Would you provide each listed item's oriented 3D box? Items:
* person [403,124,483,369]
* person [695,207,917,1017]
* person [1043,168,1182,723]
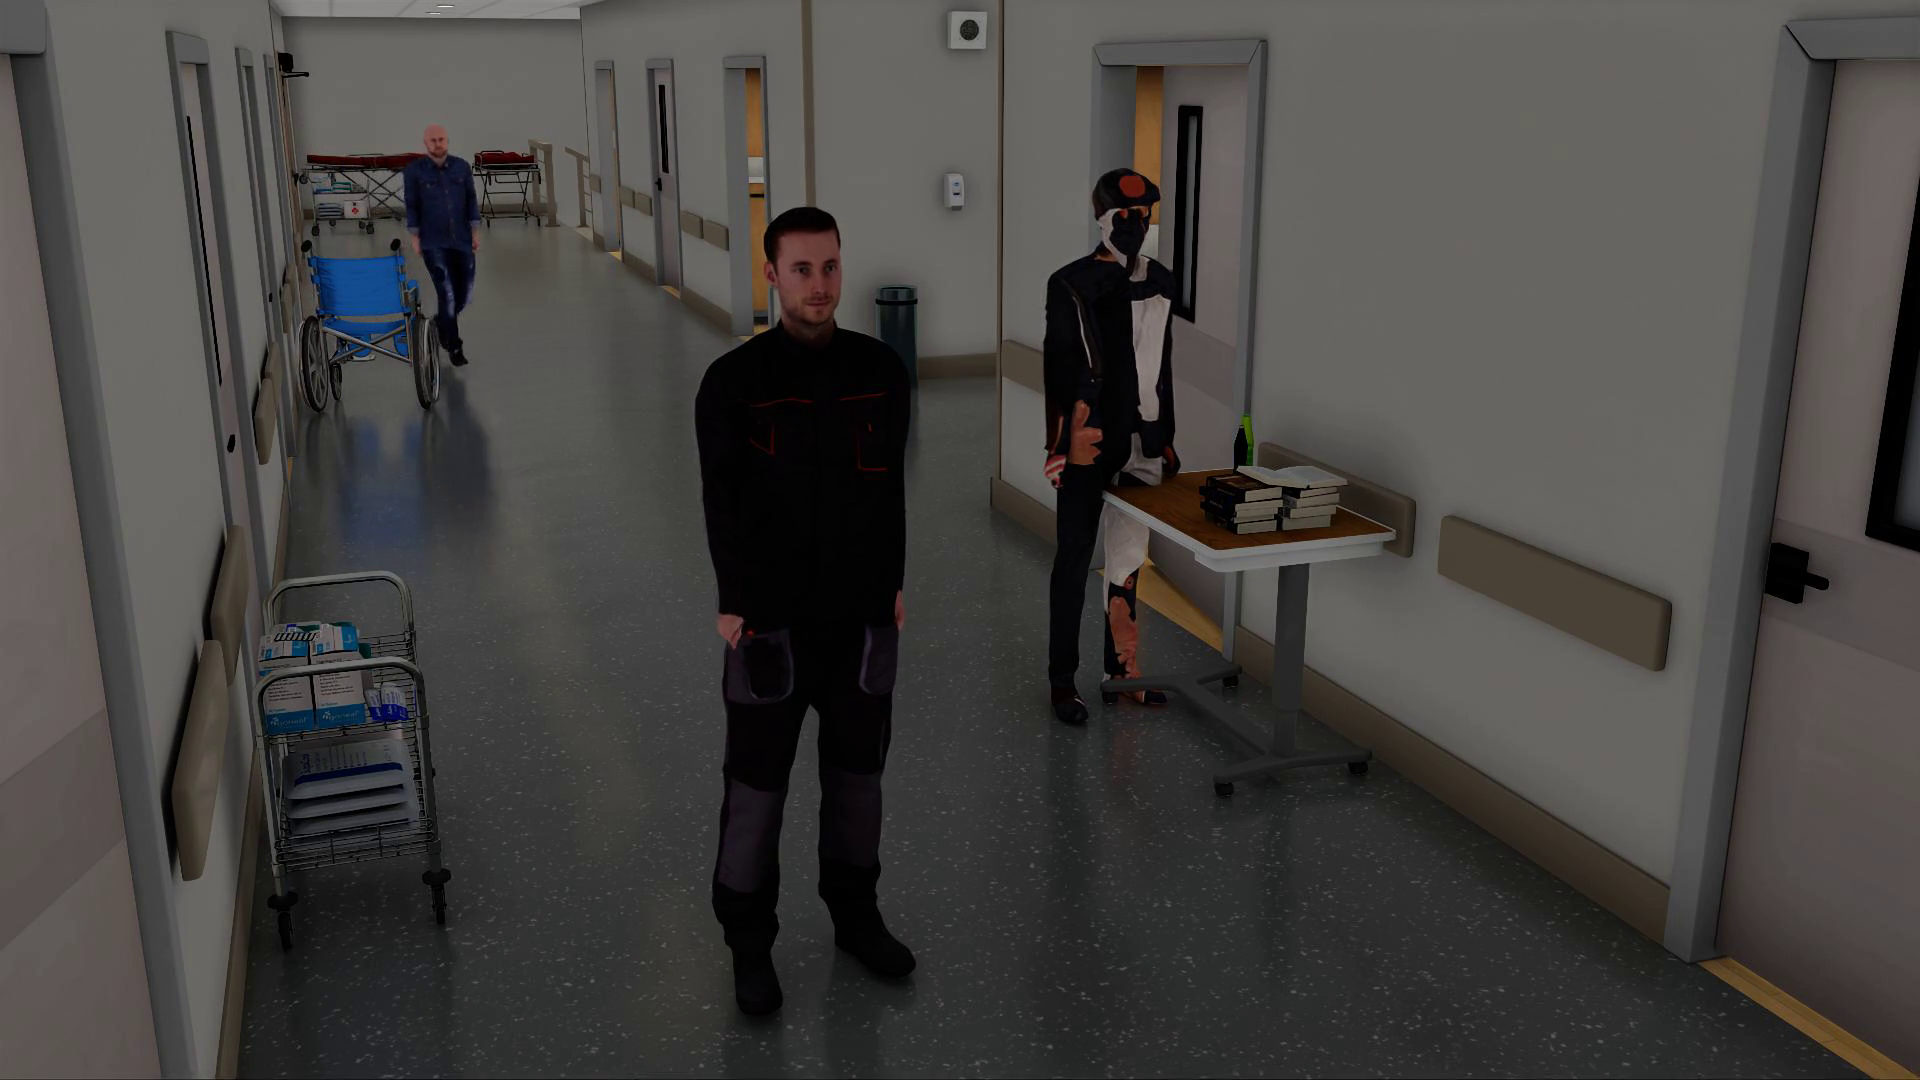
[{"bbox_3d":[-3.947,-2.239,12.728,0.931,1.792,1.208,-12,20,-36],"label":"person"},{"bbox_3d":[-0.358,0.166,3.972,0.711,1.914,0.617,-8,17,-25],"label":"person"},{"bbox_3d":[0.514,-0.329,5.770,0.708,1.891,0.626,-8,18,-26],"label":"person"}]
